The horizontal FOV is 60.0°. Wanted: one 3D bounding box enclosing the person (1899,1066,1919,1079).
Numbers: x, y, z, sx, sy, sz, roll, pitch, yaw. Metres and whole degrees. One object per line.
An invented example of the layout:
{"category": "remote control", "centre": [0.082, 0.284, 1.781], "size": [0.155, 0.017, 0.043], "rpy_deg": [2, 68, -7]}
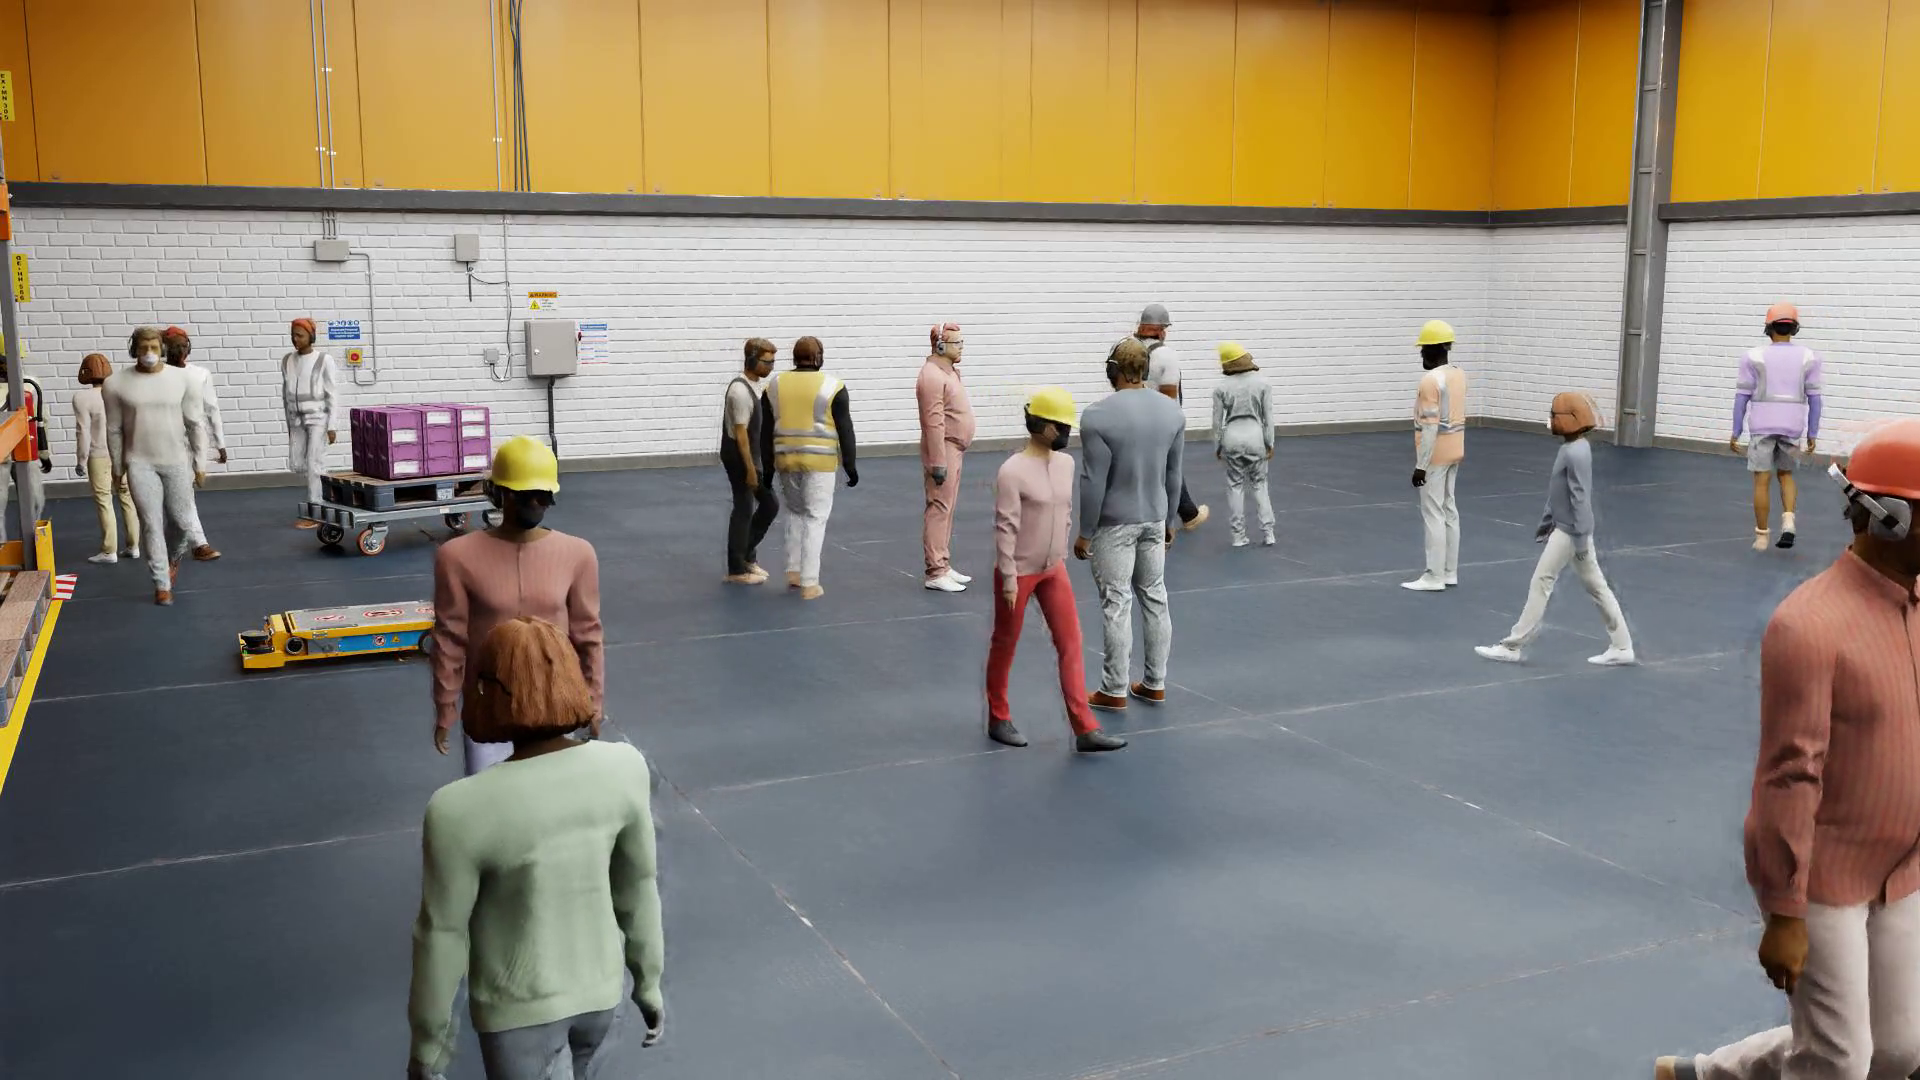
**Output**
{"category": "person", "centre": [2.817, 0.663, 4.025], "size": [0.626, 1.932, 1.081], "rpy_deg": [-8, 12, -40]}

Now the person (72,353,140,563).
{"category": "person", "centre": [-6.676, -0.636, 12.989], "size": [0.283, 1.633, 0.501], "rpy_deg": [4, 10, 24]}

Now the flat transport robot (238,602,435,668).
{"category": "flat transport robot", "centre": [-3.517, 0.539, 9.916], "size": [1.431, 0.197, 0.652], "rpy_deg": [-4, 10, -25]}

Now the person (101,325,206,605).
{"category": "person", "centre": [-5.568, -0.536, 11.538], "size": [0.627, 1.917, 0.767], "rpy_deg": [-5, 10, -26]}

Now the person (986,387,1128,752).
{"category": "person", "centre": [0.423, 0.162, 7.733], "size": [0.556, 1.714, 0.861], "rpy_deg": [-9, 13, -43]}

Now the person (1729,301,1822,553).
{"category": "person", "centre": [6.574, -0.903, 13.433], "size": [0.623, 2.027, 0.465], "rpy_deg": [2, 9, 13]}

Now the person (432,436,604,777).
{"category": "person", "centre": [-1.404, 0.537, 5.337], "size": [0.549, 1.749, 0.370], "rpy_deg": [-4, 10, -26]}

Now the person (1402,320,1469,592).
{"category": "person", "centre": [3.372, -0.593, 11.826], "size": [0.387, 1.922, 0.594], "rpy_deg": [8, 12, 39]}

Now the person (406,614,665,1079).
{"category": "person", "centre": [-0.820, 0.941, 3.333], "size": [0.839, 1.593, 0.511], "rpy_deg": [8, 12, 41]}

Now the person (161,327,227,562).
{"category": "person", "centre": [-6.176, -0.769, 13.214], "size": [0.979, 1.835, 0.596], "rpy_deg": [7, 12, 39]}

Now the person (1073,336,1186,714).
{"category": "person", "centre": [0.862, -0.074, 8.555], "size": [0.627, 1.941, 0.371], "rpy_deg": [-5, 11, -30]}

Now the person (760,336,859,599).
{"category": "person", "centre": [-1.044, -0.512, 11.658], "size": [0.642, 1.821, 0.616], "rpy_deg": [3, 10, 19]}

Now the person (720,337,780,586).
{"category": "person", "centre": [-1.498, -0.542, 11.884], "size": [0.480, 1.803, 0.571], "rpy_deg": [2, 9, 11]}

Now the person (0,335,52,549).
{"category": "person", "centre": [-7.216, -0.660, 12.655], "size": [0.479, 1.806, 0.606], "rpy_deg": [6, 11, 32]}

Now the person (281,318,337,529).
{"category": "person", "centre": [-5.757, -1.048, 14.833], "size": [0.581, 1.865, 0.618], "rpy_deg": [3, 10, 17]}

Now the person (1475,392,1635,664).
{"category": "person", "centre": [3.495, -0.060, 9.566], "size": [0.876, 1.583, 0.509], "rpy_deg": [3, 10, 20]}

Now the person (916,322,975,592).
{"category": "person", "centre": [-0.096, -0.595, 11.890], "size": [0.409, 1.907, 0.651], "rpy_deg": [1, 9, 7]}

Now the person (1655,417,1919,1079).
{"category": "person", "centre": [1.874, 0.700, 3.655], "size": [0.644, 1.969, 0.653], "rpy_deg": [-6, 11, -32]}

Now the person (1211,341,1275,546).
{"category": "person", "centre": [2.356, -0.779, 13.693], "size": [0.579, 1.698, 0.376], "rpy_deg": [2, 9, 9]}

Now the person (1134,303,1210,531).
{"category": "person", "centre": [1.709, -1.054, 14.323], "size": [0.976, 2.000, 0.697], "rpy_deg": [-8, 12, -42]}
